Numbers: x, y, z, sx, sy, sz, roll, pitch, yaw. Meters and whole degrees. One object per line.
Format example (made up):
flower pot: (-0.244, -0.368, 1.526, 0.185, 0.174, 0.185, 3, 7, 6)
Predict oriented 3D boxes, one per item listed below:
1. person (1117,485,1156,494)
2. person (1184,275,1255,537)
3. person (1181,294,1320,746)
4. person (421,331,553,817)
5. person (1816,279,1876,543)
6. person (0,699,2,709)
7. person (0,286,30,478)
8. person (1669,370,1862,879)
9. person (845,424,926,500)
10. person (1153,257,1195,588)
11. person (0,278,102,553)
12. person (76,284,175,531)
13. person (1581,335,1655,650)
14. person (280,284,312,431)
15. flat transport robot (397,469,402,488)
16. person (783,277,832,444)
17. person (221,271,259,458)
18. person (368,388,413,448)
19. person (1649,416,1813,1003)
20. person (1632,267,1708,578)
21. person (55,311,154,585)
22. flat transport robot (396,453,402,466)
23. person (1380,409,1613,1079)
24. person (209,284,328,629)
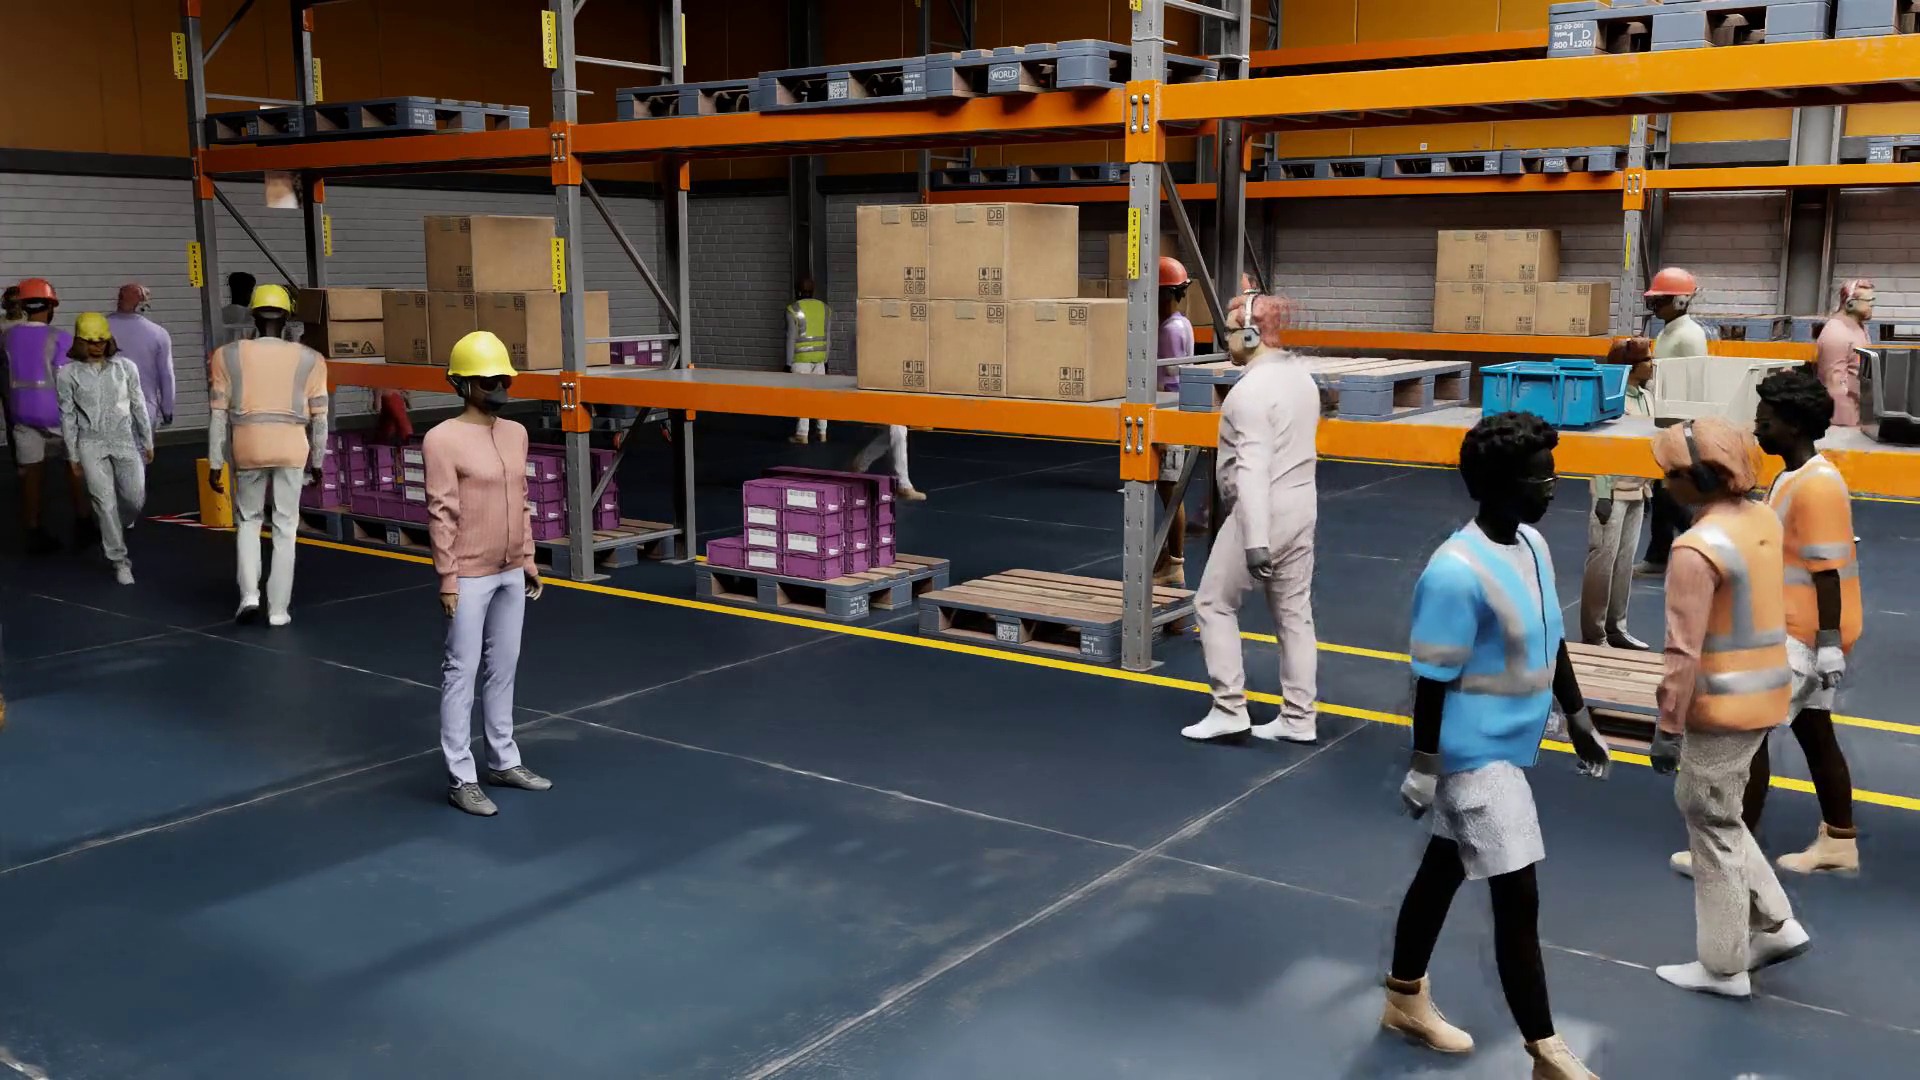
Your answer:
person: (1.559, -1.212, 14.445, 0.310, 1.642, 0.514, 7, 12, 34)
person: (1.993, -0.933, 11.876, 1.003, 1.954, 0.628, 7, 12, 35)
person: (1.209, -0.072, 6.932, 0.675, 1.881, 0.660, 7, 12, 37)
person: (-1.747, 0.117, 6.162, 0.311, 1.769, 0.522, 4, 10, 24)
person: (6.381, -0.921, 11.959, 0.434, 1.889, 0.674, 8, 12, 39)
person: (-2.970, 0.337, 4.495, 0.978, 1.882, 0.567, 8, 12, 39)
person: (-8.931, -1.507, 15.761, 0.555, 1.804, 0.834, -6, 11, -30)
person: (2.630, 0.294, 5.384, 0.734, 1.663, 0.550, 3, 10, 17)
person: (-0.647, -1.257, 14.213, 0.794, 1.820, 0.631, 5, 11, 25)
person: (1.263, -0.717, 10.304, 0.375, 2.044, 0.605, 1, 10, 8)
person: (-6.389, -0.879, 11.718, 0.538, 1.897, 0.780, 0, 10, 2)
person: (-6.348, -1.021, 12.724, 0.691, 1.839, 0.972, -2, 10, -11)
person: (3.392, -0.222, 8.535, 0.522, 1.645, 0.305, -9, 13, -43)
person: (-5.816, -1.311, 14.508, 0.920, 1.810, 0.580, -4, 10, -23)
flat transport robot: (-4.574, -0.492, 14.231, 1.431, 0.197, 0.652, -4, 10, -20)
person: (-1.716, -1.992, 18.495, 0.624, 1.845, 0.430, -9, 13, -42)
person: (-6.793, -1.551, 15.619, 0.606, 1.934, 0.790, 2, 10, 10)
person: (-5.052, -1.281, 14.653, 0.875, 1.708, 0.570, 0, 10, 2)
person: (2.047, 0.466, 4.503, 0.581, 1.612, 0.374, -9, 13, -43)
person: (4.487, -0.717, 10.479, 0.469, 1.981, 0.646, 1, 10, 6)
person: (-5.399, -0.587, 10.488, 0.537, 1.709, 0.615, -8, 13, -41)
flat transport robot: (-5.187, -0.637, 15.092, 0.652, 0.197, 1.431, -4, 10, -20)
person: (1.374, 0.525, 4.014, 0.787, 1.659, 0.545, 7, 12, 35)
person: (-3.809, -0.459, 9.200, 0.619, 1.894, 0.494, -3, 10, -19)
